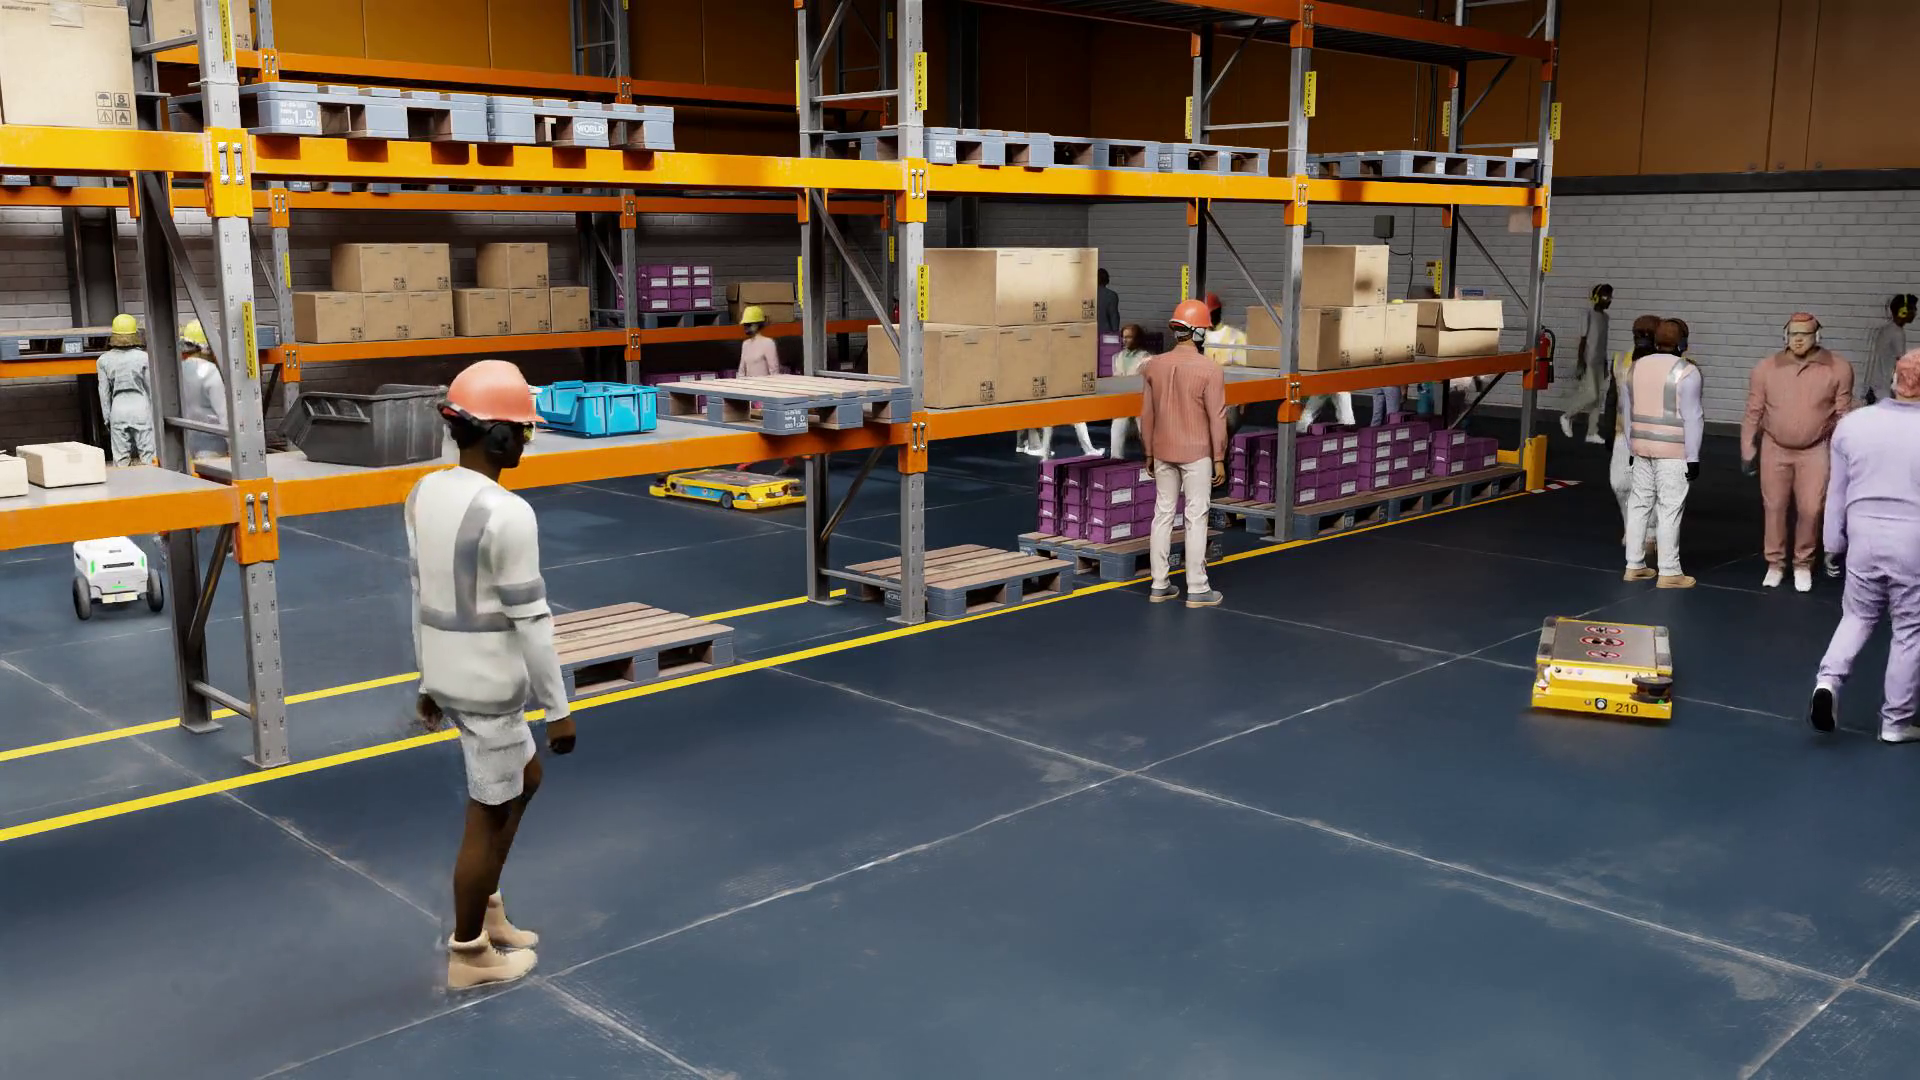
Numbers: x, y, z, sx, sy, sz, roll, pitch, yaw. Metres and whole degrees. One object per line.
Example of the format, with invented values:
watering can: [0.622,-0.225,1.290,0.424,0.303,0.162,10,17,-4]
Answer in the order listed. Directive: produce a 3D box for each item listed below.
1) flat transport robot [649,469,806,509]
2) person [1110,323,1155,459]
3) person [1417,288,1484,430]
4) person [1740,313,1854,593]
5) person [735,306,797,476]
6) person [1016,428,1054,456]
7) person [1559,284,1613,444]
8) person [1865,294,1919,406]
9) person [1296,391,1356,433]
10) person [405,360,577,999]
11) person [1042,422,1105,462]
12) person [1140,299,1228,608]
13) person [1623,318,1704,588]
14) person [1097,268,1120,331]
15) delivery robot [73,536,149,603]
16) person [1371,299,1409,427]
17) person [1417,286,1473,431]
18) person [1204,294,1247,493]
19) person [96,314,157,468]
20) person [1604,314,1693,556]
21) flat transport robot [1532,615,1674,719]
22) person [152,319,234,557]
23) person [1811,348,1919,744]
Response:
flat transport robot: [-2.098,-0.475,15.063,1.431,0.197,0.652,8,13,39]
person: [1.661,-1.231,15.569,0.525,1.602,0.858,9,14,40]
person: [5.155,-1.733,17.563,0.723,1.865,0.783,-3,11,-17]
person: [5.631,-0.584,11.248,0.673,1.886,0.576,6,12,31]
person: [-1.980,-1.445,16.419,0.933,1.713,0.541,-8,13,-38]
person: [0.822,-1.883,18.224,0.382,1.924,0.594,-5,11,-25]
person: [7.317,-2.042,19.288,0.543,1.849,0.517,-7,13,-35]
person: [9.070,-1.441,16.050,0.775,1.837,0.501,4,11,19]
person: [4.020,-1.765,17.711,1.053,1.874,0.638,2,11,11]
person: [-1.450,0.447,5.244,0.540,2.019,0.616,-9,14,-42]
person: [1.164,-1.592,17.534,0.836,1.587,0.518,-9,14,-41]
person: [1.472,-0.562,10.832,0.622,1.992,0.396,9,13,39]
person: [4.843,-0.595,11.428,0.429,1.847,0.626,-5,11,-25]
person: [2.012,-2.910,23.789,0.631,1.940,0.369,8,13,36]
delivery robot: [-5.472,0.136,10.701,0.477,0.478,0.707,-7,13,-35]
person: [4.383,-1.561,16.915,0.315,1.766,0.524,-5,12,-26]
person: [5.695,-2.102,19.736,0.872,1.813,0.580,8,13,37]
person: [2.457,-1.410,15.853,0.586,1.860,1.014,3,11,16]
person: [-7.013,-1.038,14.112,0.492,1.746,0.285,-1,10,-8]
person: [5.163,-0.787,12.534,0.668,1.822,0.436,10,14,43]
flat transport robot: [3.444,0.654,8.906,0.652,0.197,1.431,4,11,21]
person: [-5.592,-0.718,12.225,0.600,1.807,0.828,9,14,40]
person: [4.357,0.050,7.779,0.572,1.896,0.645,-8,13,-38]
